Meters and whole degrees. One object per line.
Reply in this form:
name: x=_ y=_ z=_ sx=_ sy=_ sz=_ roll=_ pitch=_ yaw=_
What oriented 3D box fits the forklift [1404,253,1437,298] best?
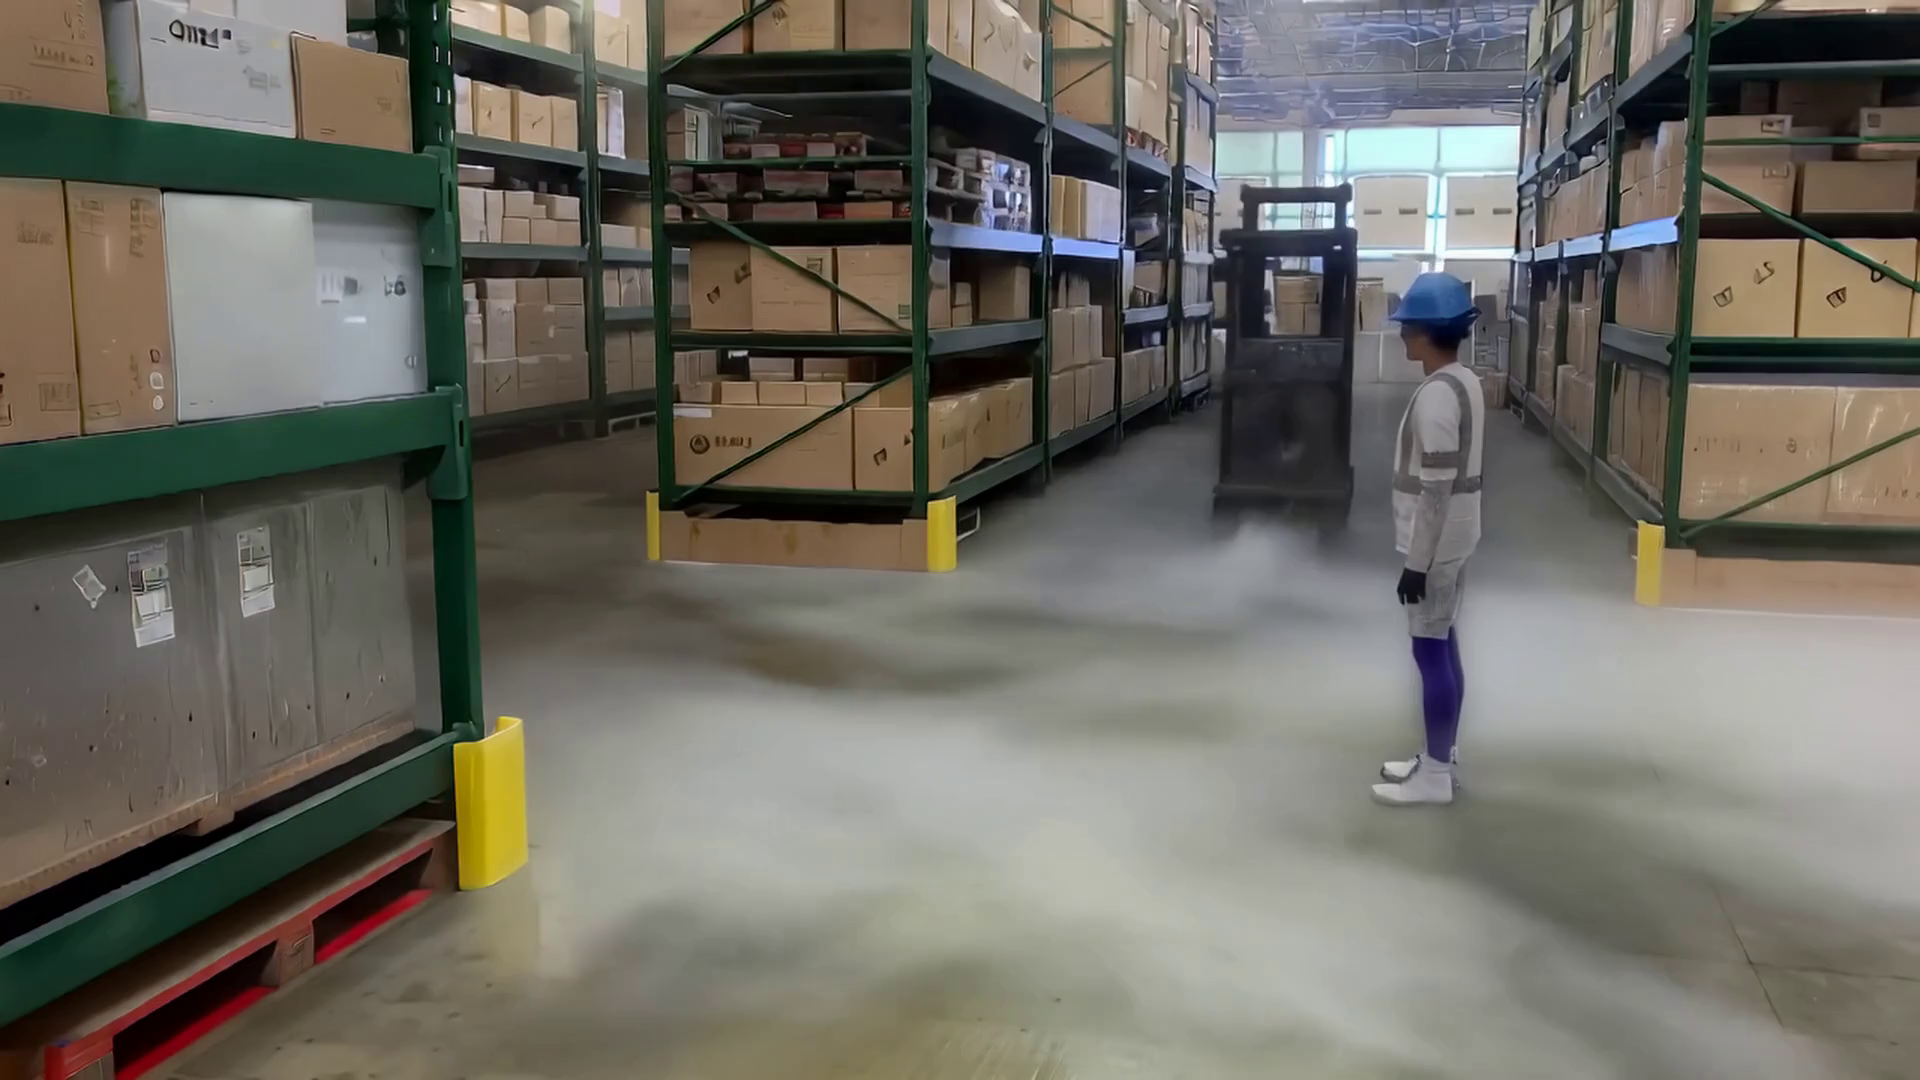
forklift: x=14.951 y=-7.917 z=54.071 sx=1.129 sy=2.768 sz=1.873 roll=-2 pitch=9 yaw=-11

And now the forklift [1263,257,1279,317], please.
forklift: x=11.325 y=-9.117 z=61.693 sx=1.129 sy=2.768 sz=1.873 roll=2 pitch=9 yaw=15

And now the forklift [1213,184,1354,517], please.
forklift: x=2.919 y=-1.710 z=14.636 sx=1.129 sy=2.768 sz=1.873 roll=2 pitch=9 yaw=15

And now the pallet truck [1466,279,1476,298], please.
pallet truck: x=18.896 y=-8.459 z=60.307 sx=1.885 sy=1.965 sz=0.823 roll=5 pitch=10 yaw=31

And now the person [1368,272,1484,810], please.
person: x=1.789 y=0.010 z=6.360 sx=0.374 sy=2.044 sz=0.605 roll=4 pitch=10 yaw=24
